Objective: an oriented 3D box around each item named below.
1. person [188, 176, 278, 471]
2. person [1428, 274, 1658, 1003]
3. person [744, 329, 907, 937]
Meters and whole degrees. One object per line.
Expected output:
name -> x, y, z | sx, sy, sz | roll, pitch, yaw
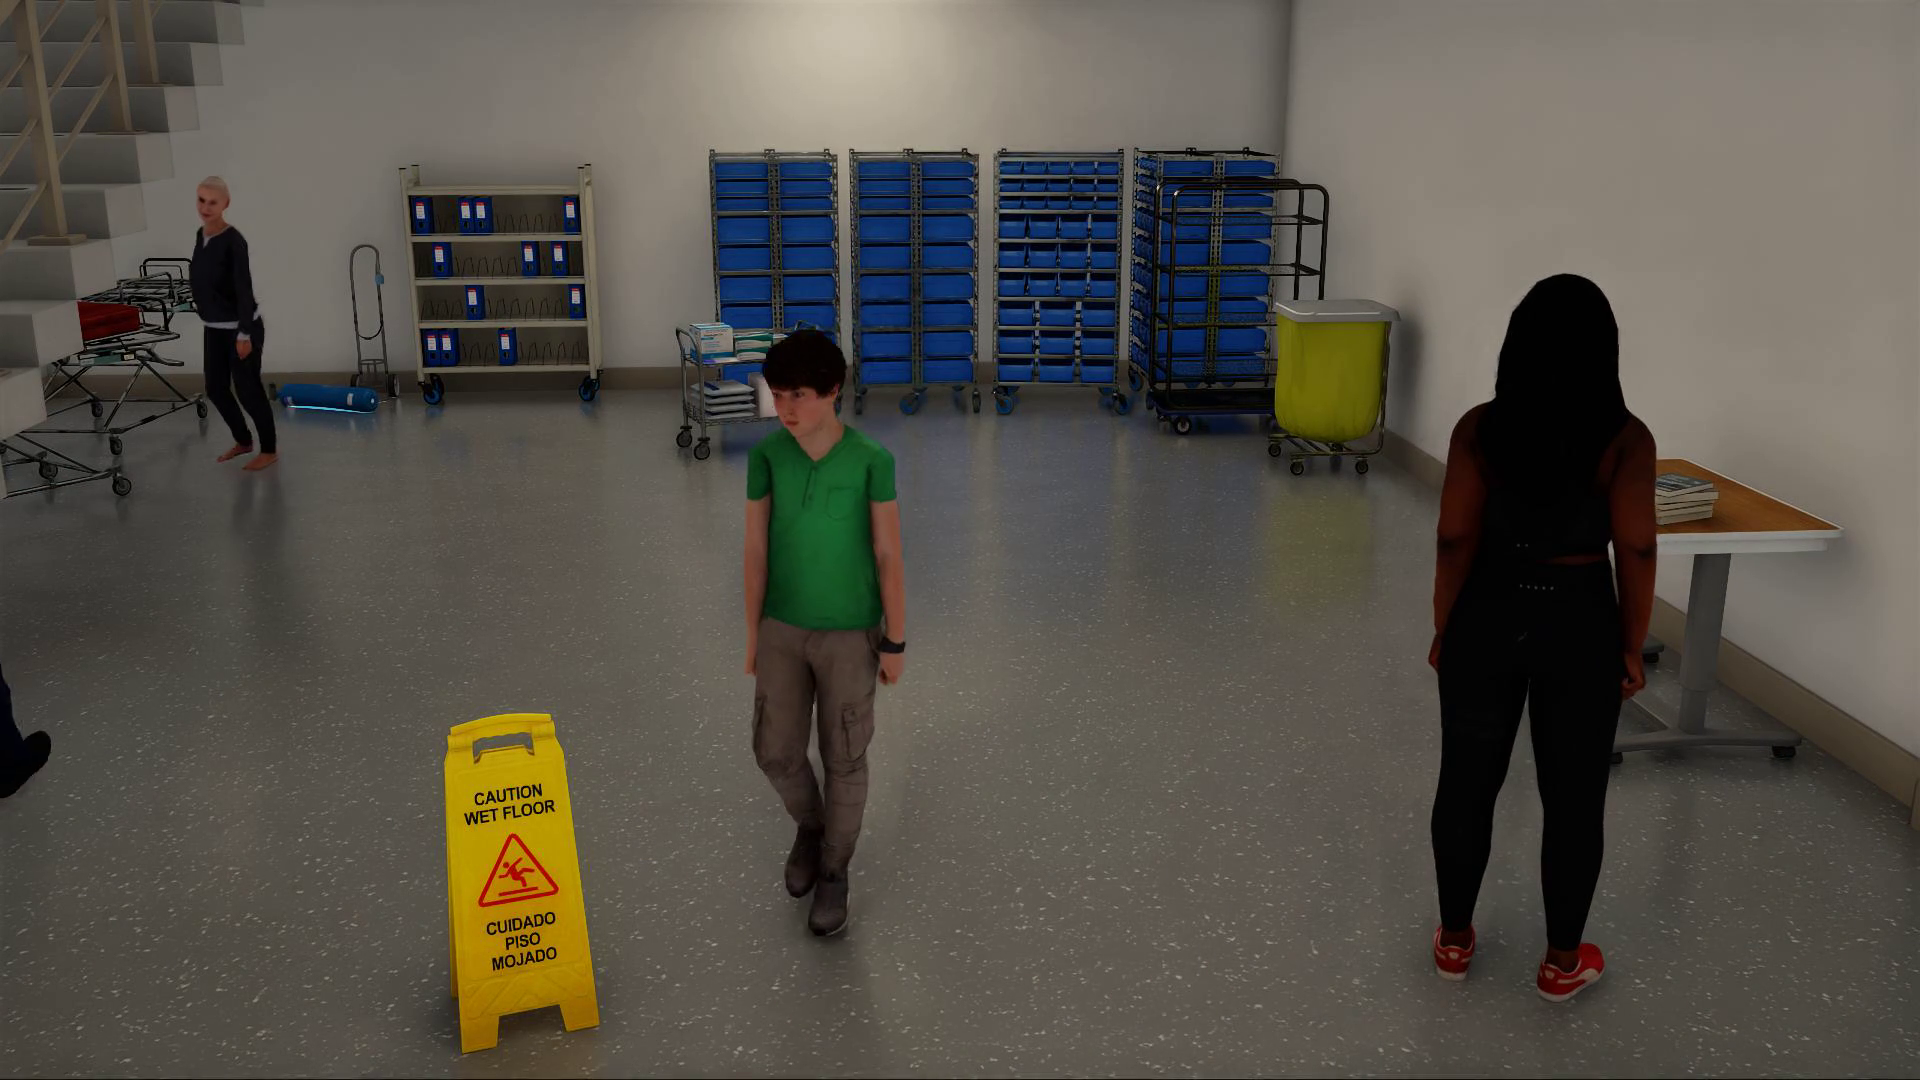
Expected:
person -> -4.196, -1.252, 9.665 | 0.780, 1.697, 0.808 | 14, 21, 41
person -> 1.417, 0.251, 4.118 | 0.783, 1.815, 0.800 | 8, 18, 26
person -> -0.355, 0.226, 4.520 | 0.667, 1.644, 0.720 | 2, 16, 8
